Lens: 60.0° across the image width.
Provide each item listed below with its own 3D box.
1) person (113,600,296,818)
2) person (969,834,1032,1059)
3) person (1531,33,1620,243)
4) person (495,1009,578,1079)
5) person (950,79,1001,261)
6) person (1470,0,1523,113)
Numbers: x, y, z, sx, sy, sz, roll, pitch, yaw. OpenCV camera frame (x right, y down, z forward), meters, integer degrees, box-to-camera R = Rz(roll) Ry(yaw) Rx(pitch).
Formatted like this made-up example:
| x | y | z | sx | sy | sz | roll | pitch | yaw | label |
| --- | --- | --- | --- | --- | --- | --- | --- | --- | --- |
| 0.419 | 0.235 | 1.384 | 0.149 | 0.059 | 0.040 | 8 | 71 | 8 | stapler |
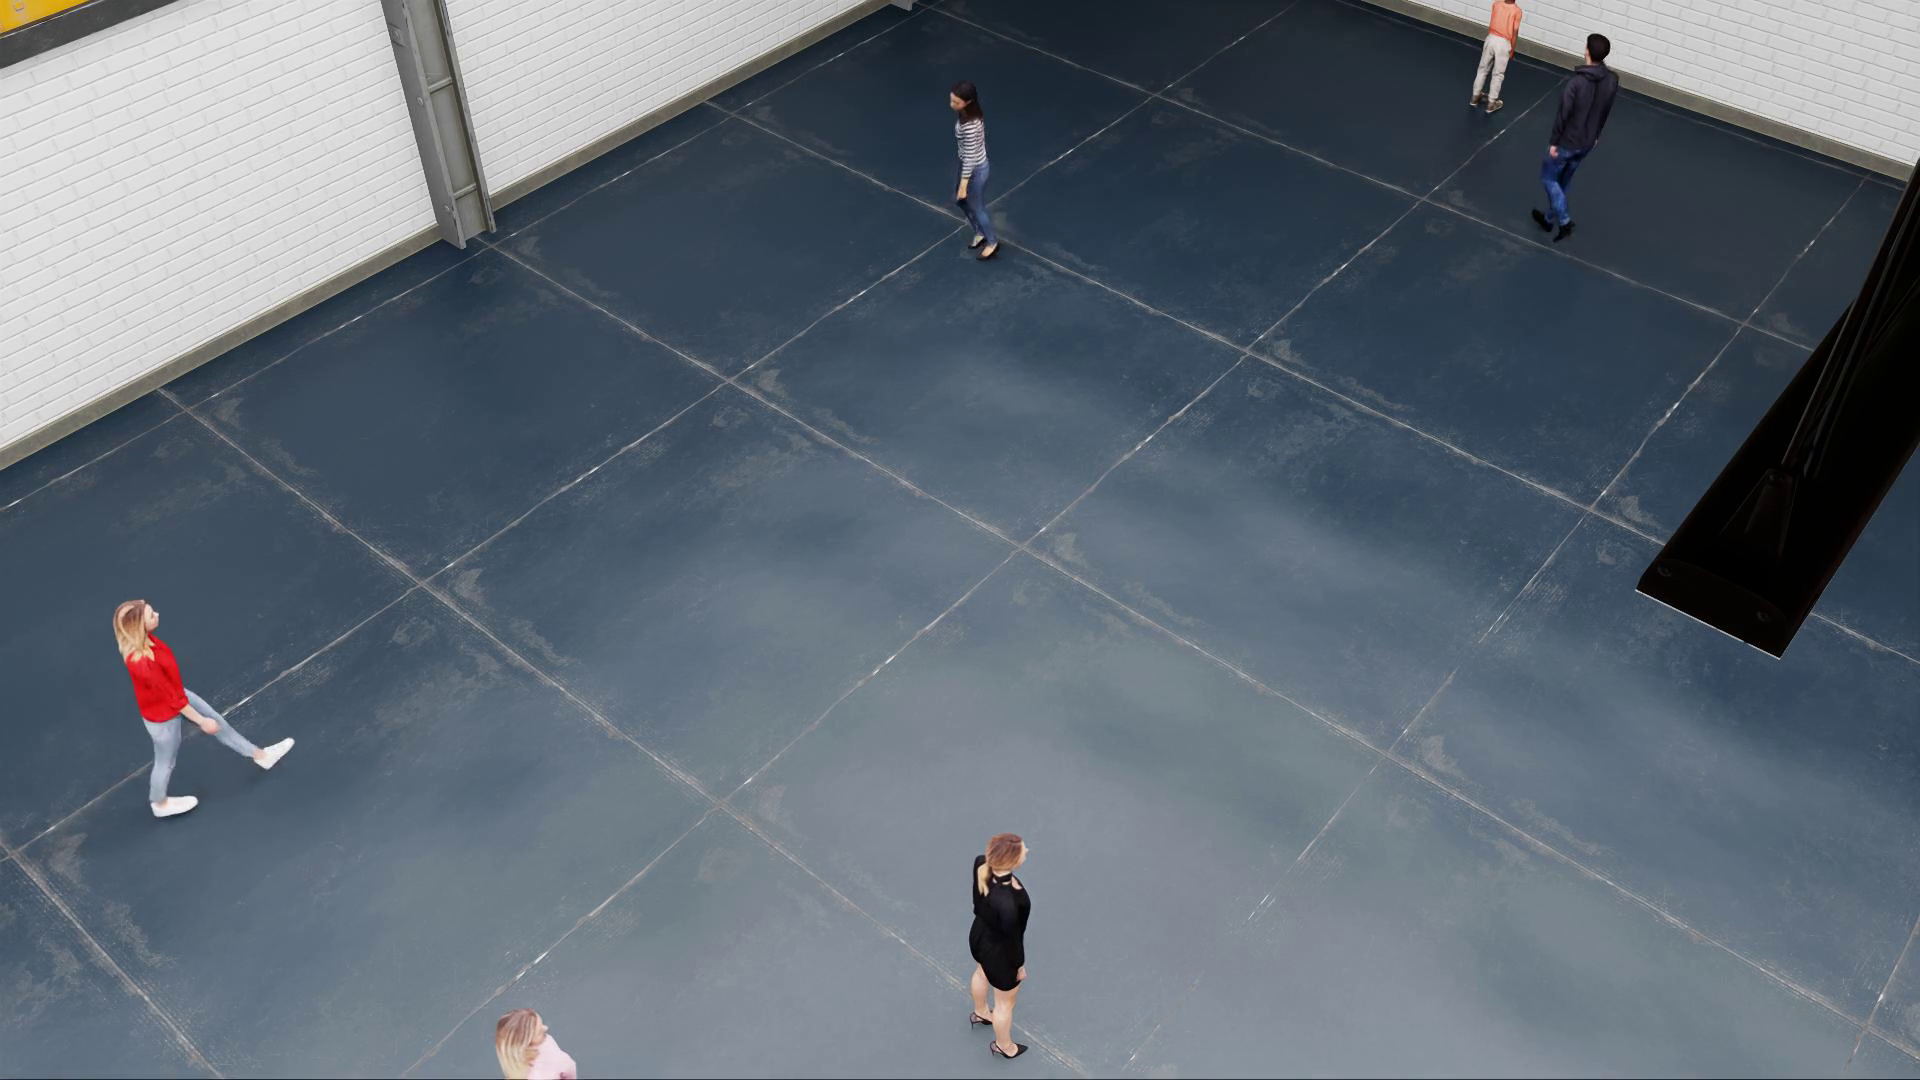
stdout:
| x | y | z | sx | sy | sz | roll | pitch | yaw | label |
| --- | --- | --- | --- | --- | --- | --- | --- | --- | --- |
| -4.691 | 1.045 | 9.704 | 1.202 | 1.655 | 0.937 | -18 | 47 | -18 | person |
| 0.201 | 2.078 | 8.537 | 0.632 | 1.768 | 0.641 | -20 | 47 | -20 | person |
| 5.271 | -3.370 | 14.179 | 1.021 | 1.875 | 1.029 | -11 | 45 | -11 | person |
| -1.965 | 2.739 | 7.902 | 0.557 | 1.687 | 0.608 | -35 | 53 | -31 | person |
| 0.170 | -3.077 | 13.960 | 0.839 | 1.753 | 0.780 | 3 | 44 | 3 | person |
| 5.210 | -4.796 | 16.087 | 0.481 | 1.308 | 0.486 | -33 | 53 | -30 | person |
